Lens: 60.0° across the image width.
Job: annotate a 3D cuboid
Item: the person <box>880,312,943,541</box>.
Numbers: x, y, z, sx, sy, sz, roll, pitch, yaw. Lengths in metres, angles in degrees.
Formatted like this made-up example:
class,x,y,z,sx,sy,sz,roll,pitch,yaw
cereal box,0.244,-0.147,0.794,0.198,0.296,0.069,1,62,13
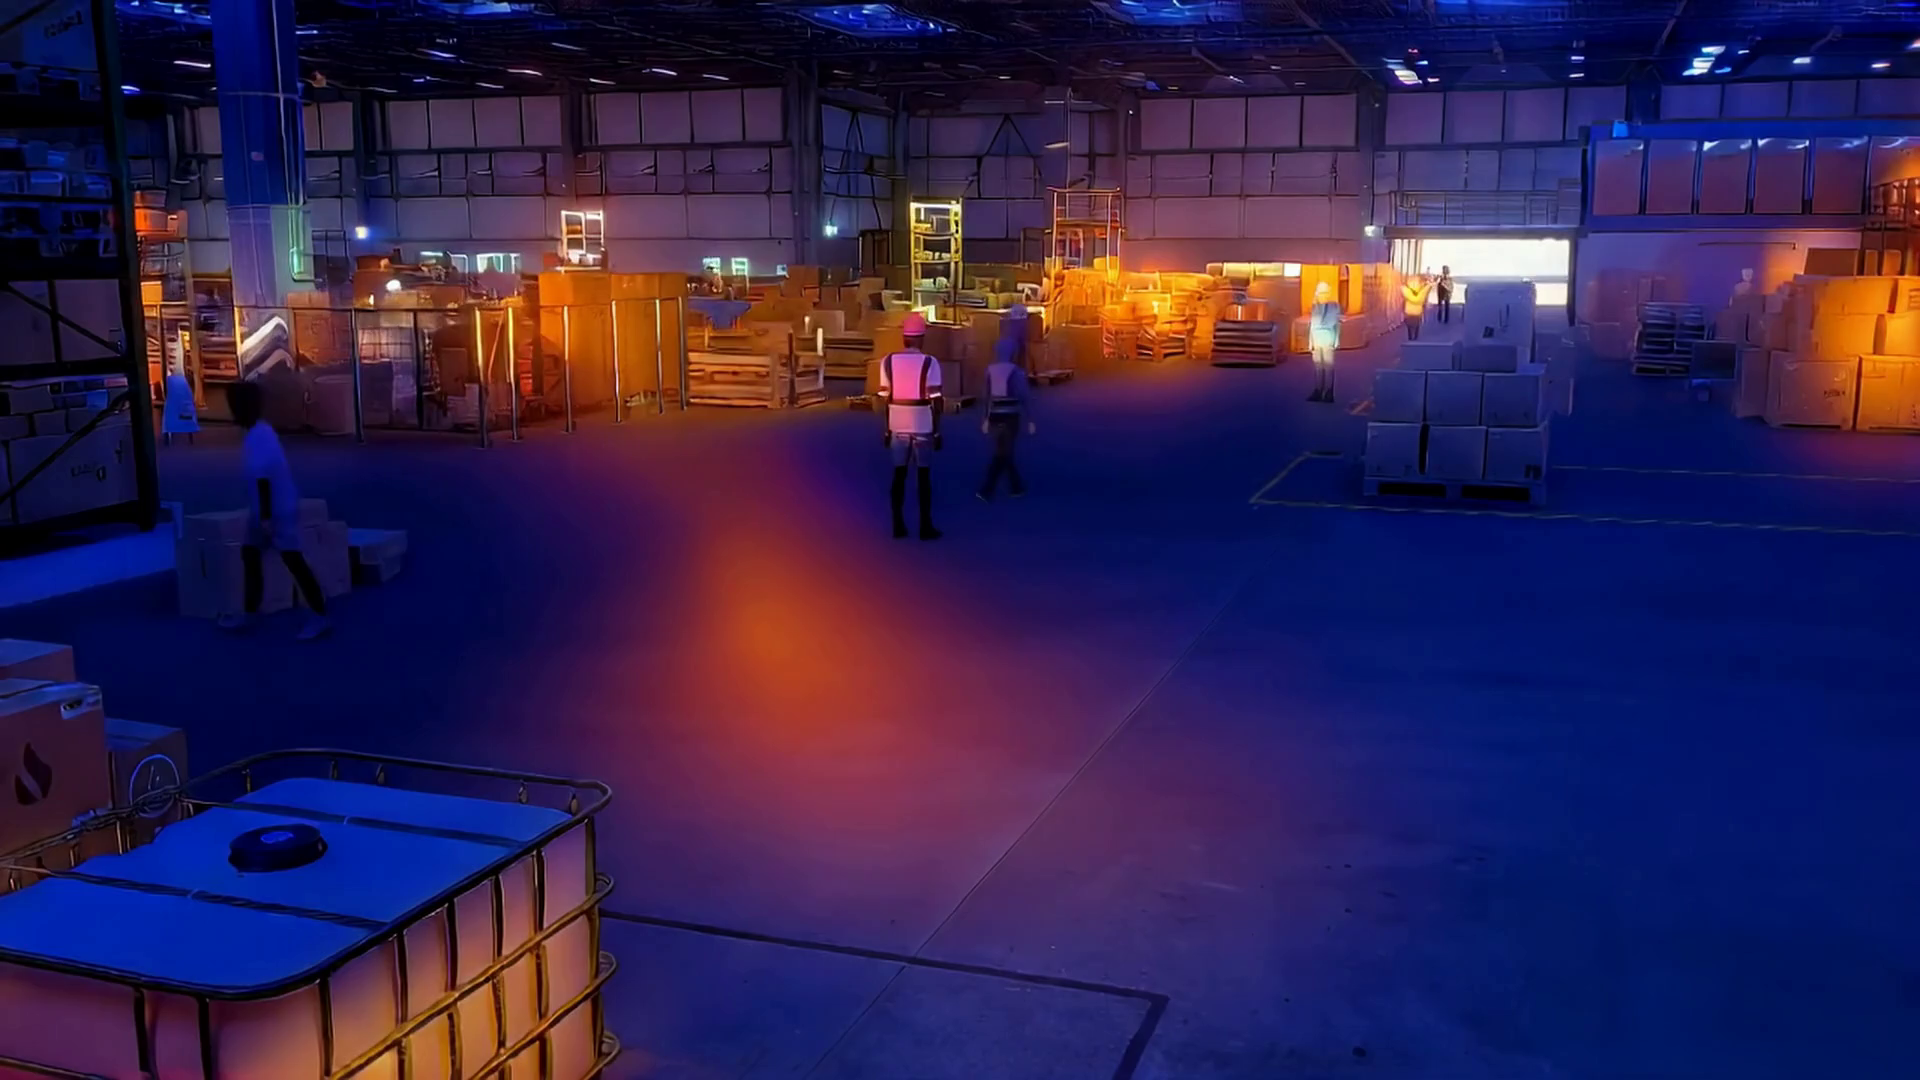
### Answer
class,x,y,z,sx,sy,sz,roll,pitch,yaw
person,-0.398,-0.957,14.114,0.550,1.937,0.357,3,11,18

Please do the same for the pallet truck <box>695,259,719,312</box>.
class,x,y,z,sx,sy,sz,roll,pitch,yaw
pallet truck,-9.165,-9.627,62.776,0.823,1.965,1.885,4,11,23

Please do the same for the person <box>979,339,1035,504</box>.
class,x,y,z,sx,sy,sz,roll,pitch,yaw
person,0.442,-1.157,16.222,0.527,1.598,0.873,9,13,41

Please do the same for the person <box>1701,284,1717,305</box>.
class,x,y,z,sx,sy,sz,roll,pitch,yaw
person,23.535,-7.683,52.181,0.673,1.876,0.720,-9,13,-40

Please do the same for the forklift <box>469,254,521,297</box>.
class,x,y,z,sx,sy,sz,roll,pitch,yaw
forklift,-17.990,-10.121,64.684,1.157,1.987,2.680,3,11,17

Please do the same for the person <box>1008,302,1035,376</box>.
class,x,y,z,sx,sy,sz,roll,pitch,yaw
person,0.931,-2.996,26.556,0.527,1.607,0.446,-10,14,-43

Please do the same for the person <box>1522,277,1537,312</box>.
class,x,y,z,sx,sy,sz,roll,pitch,yaw
person,12.993,-5.169,38.346,0.541,1.741,0.709,7,12,36

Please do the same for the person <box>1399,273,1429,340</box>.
class,x,y,z,sx,sy,sz,roll,pitch,yaw
person,10.096,-4.990,36.975,0.602,1.897,0.876,5,11,27

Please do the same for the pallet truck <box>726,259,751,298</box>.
class,x,y,z,sx,sy,sz,roll,pitch,yaw
pallet truck,-7.986,-9.493,62.019,0.823,1.965,1.885,3,11,17

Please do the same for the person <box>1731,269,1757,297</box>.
class,x,y,z,sx,sy,sz,roll,pitch,yaw
person,18.604,-5.422,39.290,0.953,1.919,0.620,-4,11,-24

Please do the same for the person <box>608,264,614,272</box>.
class,x,y,z,sx,sy,sz,roll,pitch,yaw
person,-11.671,-8.210,55.194,0.873,1.880,0.645,5,11,25

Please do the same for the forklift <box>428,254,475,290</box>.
class,x,y,z,sx,sy,sz,roll,pitch,yaw
forklift,-20.133,-10.254,65.465,1.157,1.987,2.680,3,11,19

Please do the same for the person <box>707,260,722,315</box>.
class,x,y,z,sx,sy,sz,roll,pitch,yaw
person,-8.281,-8.457,56.214,0.610,1.993,1.058,-9,14,-42

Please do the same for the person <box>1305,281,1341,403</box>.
class,x,y,z,sx,sy,sz,roll,pitch,yaw
person,5.782,-3.150,26.491,0.366,1.931,0.542,-7,12,-36

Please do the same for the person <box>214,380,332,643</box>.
class,x,y,z,sx,sy,sz,roll,pitch,yaw
person,-4.419,-0.182,10.528,0.791,1.648,0.590,-4,11,-21

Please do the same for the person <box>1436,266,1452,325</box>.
class,x,y,z,sx,sy,sz,roll,pitch,yaw
person,15.211,-7.681,52.245,0.505,1.847,0.346,8,13,39
